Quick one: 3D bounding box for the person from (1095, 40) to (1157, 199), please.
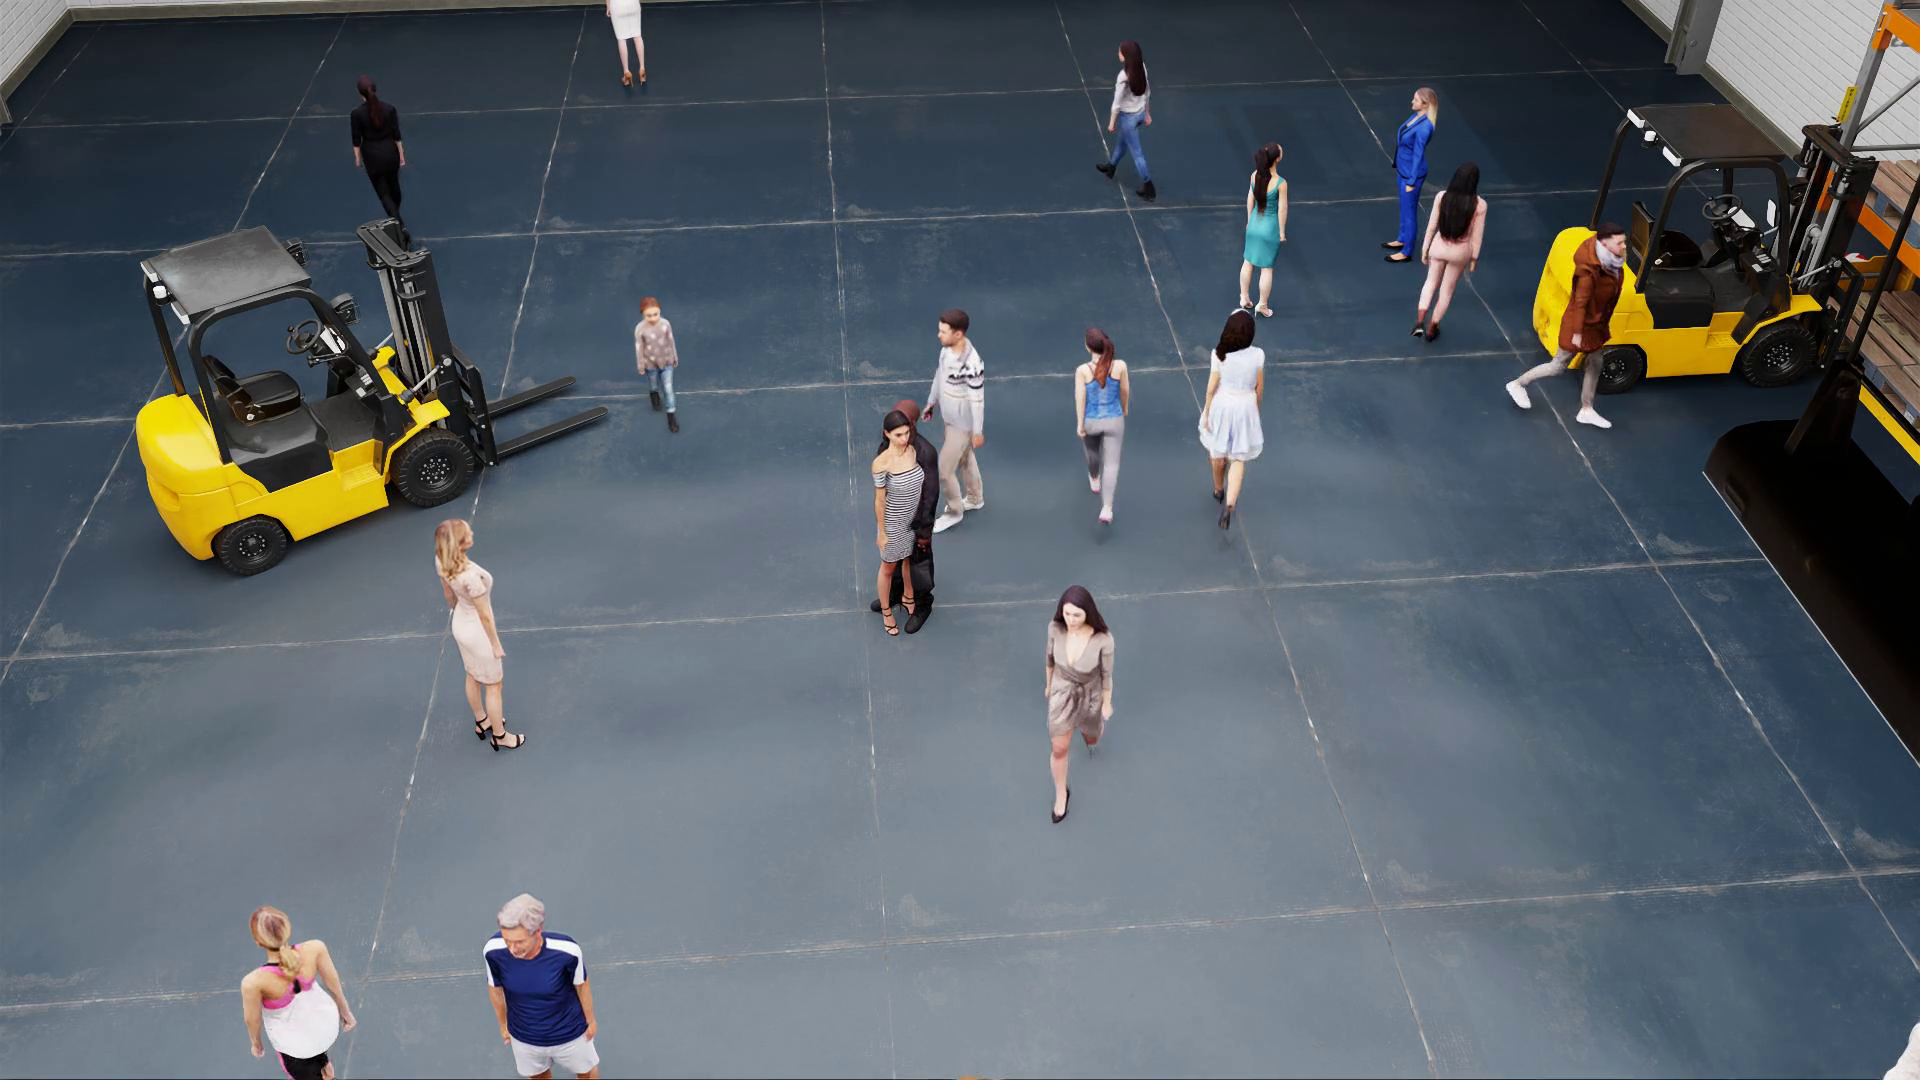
[{"bbox_3d":[1.793,-4.195,16.748,1.113,1.578,1.065,27,46,29],"label":"person"}]

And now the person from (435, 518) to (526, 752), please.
[{"bbox_3d":[-3.078,0.603,10.538,0.636,1.829,0.707,30,48,32],"label":"person"}]

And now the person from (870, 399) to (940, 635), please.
[{"bbox_3d":[-0.359,-0.213,11.563,0.781,1.825,0.849,29,47,31],"label":"person"}]

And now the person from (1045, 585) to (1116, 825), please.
[{"bbox_3d":[0.750,0.930,10.215,0.884,1.722,1.127,13,40,15],"label":"person"}]

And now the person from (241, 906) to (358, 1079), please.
[{"bbox_3d":[-3.175,2.510,8.206,1.151,1.759,1.101,26,46,29],"label":"person"}]

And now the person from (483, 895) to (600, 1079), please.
[{"bbox_3d":[-2.054,2.394,8.289,0.651,1.837,0.557,0,39,0],"label":"person"}]

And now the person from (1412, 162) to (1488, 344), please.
[{"bbox_3d":[4.226,-2.431,14.434,0.823,1.708,0.889,21,43,24],"label":"person"}]

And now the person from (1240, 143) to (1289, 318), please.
[{"bbox_3d":[2.717,-2.772,14.878,0.610,1.686,0.678,30,47,32],"label":"person"}]

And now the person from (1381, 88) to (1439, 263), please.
[{"bbox_3d":[4.282,-3.464,15.734,0.699,1.699,0.516,2,39,2],"label":"person"}]

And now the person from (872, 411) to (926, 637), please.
[{"bbox_3d":[-0.410,-0.121,11.450,0.689,1.822,0.707,-26,45,-29],"label":"person"}]

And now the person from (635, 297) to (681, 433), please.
[{"bbox_3d":[-2.502,-1.498,13.690,0.616,1.178,0.861,-12,40,-14],"label":"person"}]

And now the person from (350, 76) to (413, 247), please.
[{"bbox_3d":[-5.526,-3.593,15.955,0.953,1.626,1.136,-25,45,-28],"label":"person"}]

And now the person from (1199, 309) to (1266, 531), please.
[{"bbox_3d":[2.045,-0.849,12.389,0.790,1.789,1.046,4,39,5],"label":"person"}]

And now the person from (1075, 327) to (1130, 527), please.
[{"bbox_3d":[1.078,-0.838,12.549,0.656,1.571,1.086,3,39,3],"label":"person"}]

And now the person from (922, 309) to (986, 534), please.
[{"bbox_3d":[0.081,-0.934,12.458,0.824,1.834,0.746,-10,40,-12],"label":"person"}]

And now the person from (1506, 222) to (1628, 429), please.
[{"bbox_3d":[4.976,-1.762,13.525,1.221,1.796,1.173,28,46,30],"label":"person"}]

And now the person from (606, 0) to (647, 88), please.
[{"bbox_3d":[-3.808,-6.034,18.878,0.619,1.793,0.581,-16,41,-19],"label":"person"}]
